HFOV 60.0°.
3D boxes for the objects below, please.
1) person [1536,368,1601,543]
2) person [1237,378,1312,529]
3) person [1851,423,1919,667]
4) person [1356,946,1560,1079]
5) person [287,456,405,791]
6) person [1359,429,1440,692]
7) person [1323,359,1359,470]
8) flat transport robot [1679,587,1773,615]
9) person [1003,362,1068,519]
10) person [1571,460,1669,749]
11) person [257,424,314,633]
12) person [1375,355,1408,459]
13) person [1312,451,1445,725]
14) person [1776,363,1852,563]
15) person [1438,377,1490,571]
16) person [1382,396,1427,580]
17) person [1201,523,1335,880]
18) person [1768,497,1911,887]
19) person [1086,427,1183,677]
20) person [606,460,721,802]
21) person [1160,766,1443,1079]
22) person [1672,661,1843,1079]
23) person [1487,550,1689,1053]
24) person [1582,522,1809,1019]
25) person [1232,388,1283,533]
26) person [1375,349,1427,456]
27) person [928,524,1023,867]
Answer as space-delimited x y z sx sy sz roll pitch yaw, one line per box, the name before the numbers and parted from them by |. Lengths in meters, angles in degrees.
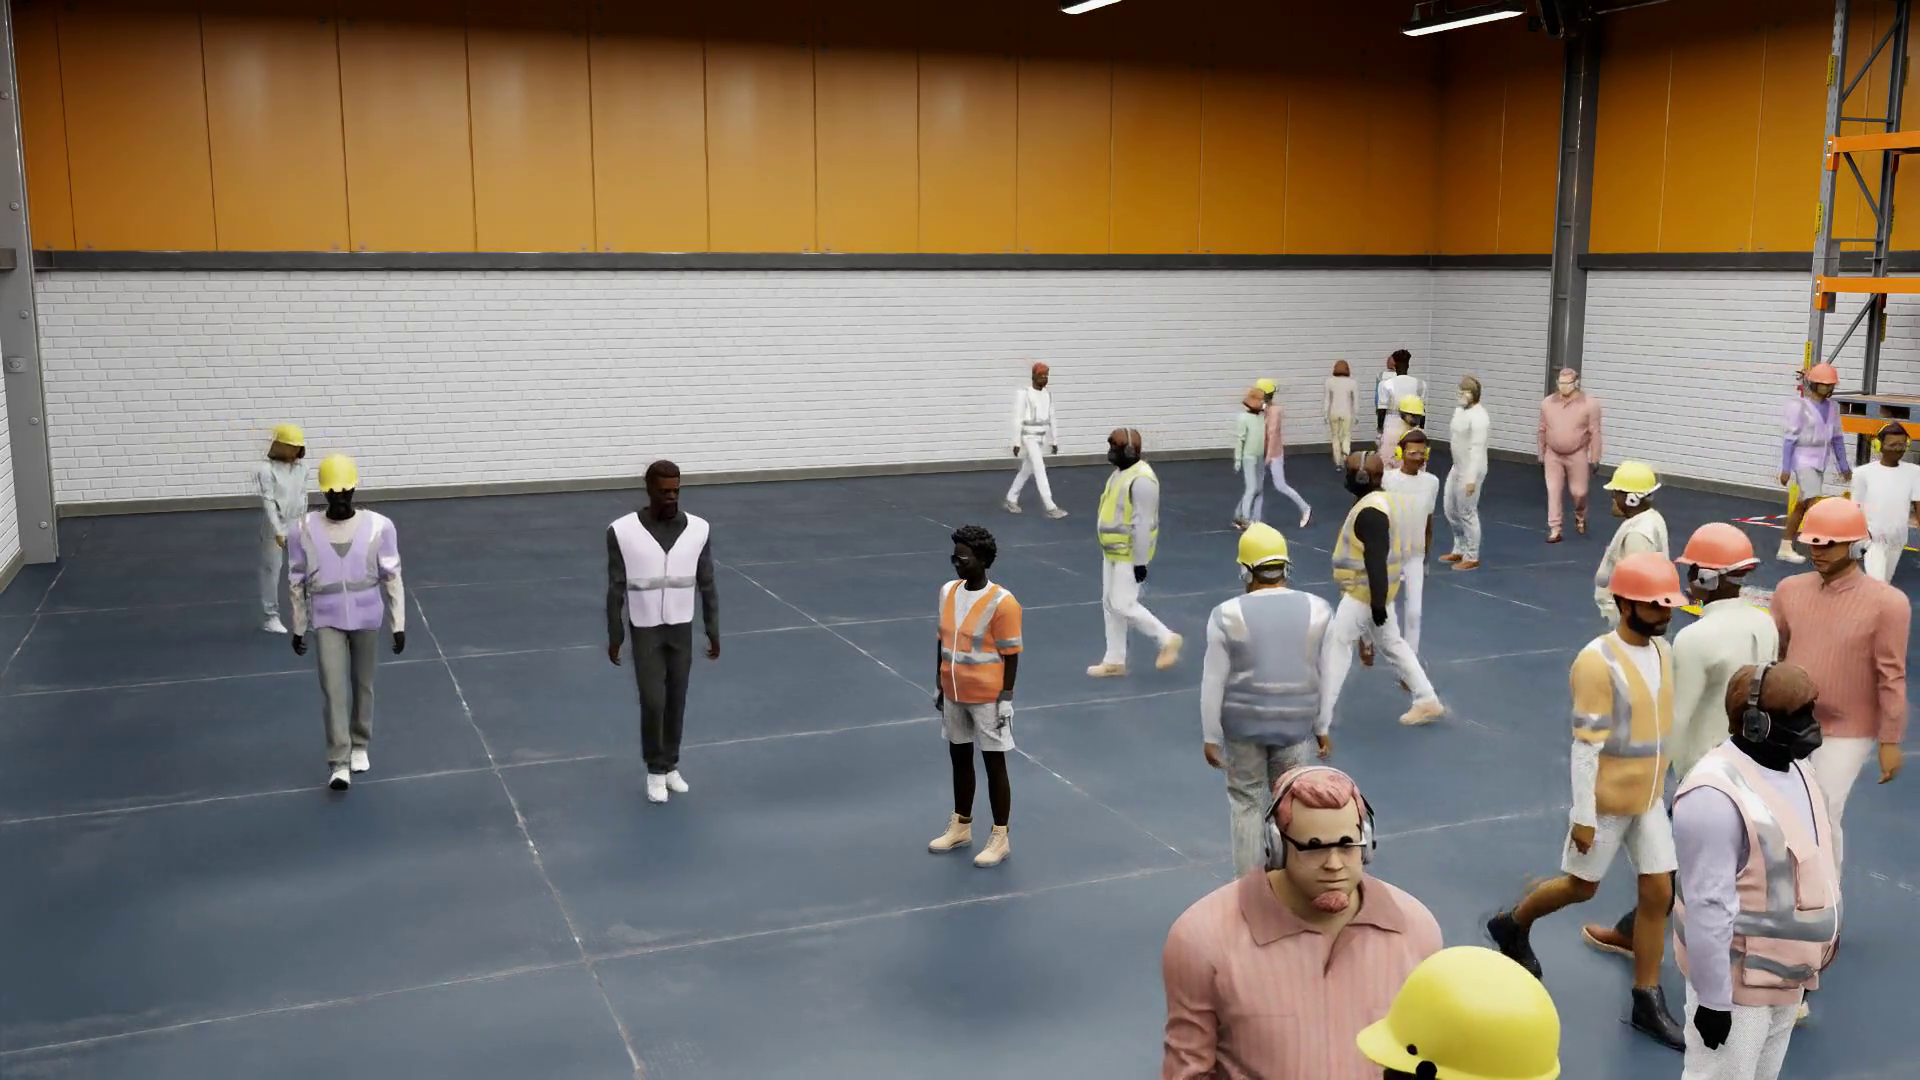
person | 6.553 -0.919 17.904 0.677 1.882 0.661 6 11 32
person | 3.552 -0.965 18.646 0.804 1.723 0.526 -2 10 -14
person | 6.820 0.054 12.194 0.515 1.822 0.969 0 9 0
person | 0.786 1.570 2.664 0.360 1.930 0.587 0 9 3
person | -3.469 0.472 9.439 0.617 1.880 0.945 -4 10 -21
person | 3.085 0.117 11.768 0.543 1.844 0.754 -1 9 -7
person | 5.491 -1.799 24.008 0.514 1.613 0.441 2 10 14
flat transport robot | 6.684 0.590 13.619 0.652 0.197 1.431 -4 10 -21
person | 0.874 -1.189 19.703 1.026 1.832 0.587 8 12 40
person | 4.052 0.430 9.914 0.610 1.819 0.605 5 11 29
person | -5.346 -0.071 13.300 0.789 1.703 0.495 6 11 33
person | 6.476 -1.959 24.933 0.522 1.636 0.310 5 11 29
person | 2.669 0.320 10.676 0.969 1.798 0.627 3 10 17
person | 8.446 -0.716 16.275 0.634 1.999 0.978 -4 10 -24
person | 4.895 -0.628 16.064 0.398 1.903 0.679 -1 9 -5
person | 4.202 -0.487 15.663 0.561 1.742 0.376 -5 11 -27
person | 1.383 0.833 7.474 0.611 1.812 0.494 -1 9 -6
person | 3.689 0.796 7.183 0.502 1.975 0.665 -5 11 -29
person | 1.242 0.096 11.908 0.584 1.821 0.640 -2 10 -13
person | -1.614 0.505 9.212 0.615 1.897 0.603 -5 11 -29
person | 0.757 1.419 3.648 0.643 1.909 0.400 -2 9 -9
person | 2.305 1.256 4.831 0.627 1.846 0.429 -9 13 -42
person | 2.507 0.955 6.515 0.545 1.908 0.901 -6 11 -31
person | 3.040 0.898 6.707 0.633 1.947 1.016 -7 12 -37
person | 3.234 -0.879 18.527 0.534 1.623 0.563 -9 13 -44
person | 5.328 -1.330 20.141 0.611 1.958 0.392 0 9 -3
person | 0.070 0.763 8.258 0.541 1.696 0.315 9 13 43
